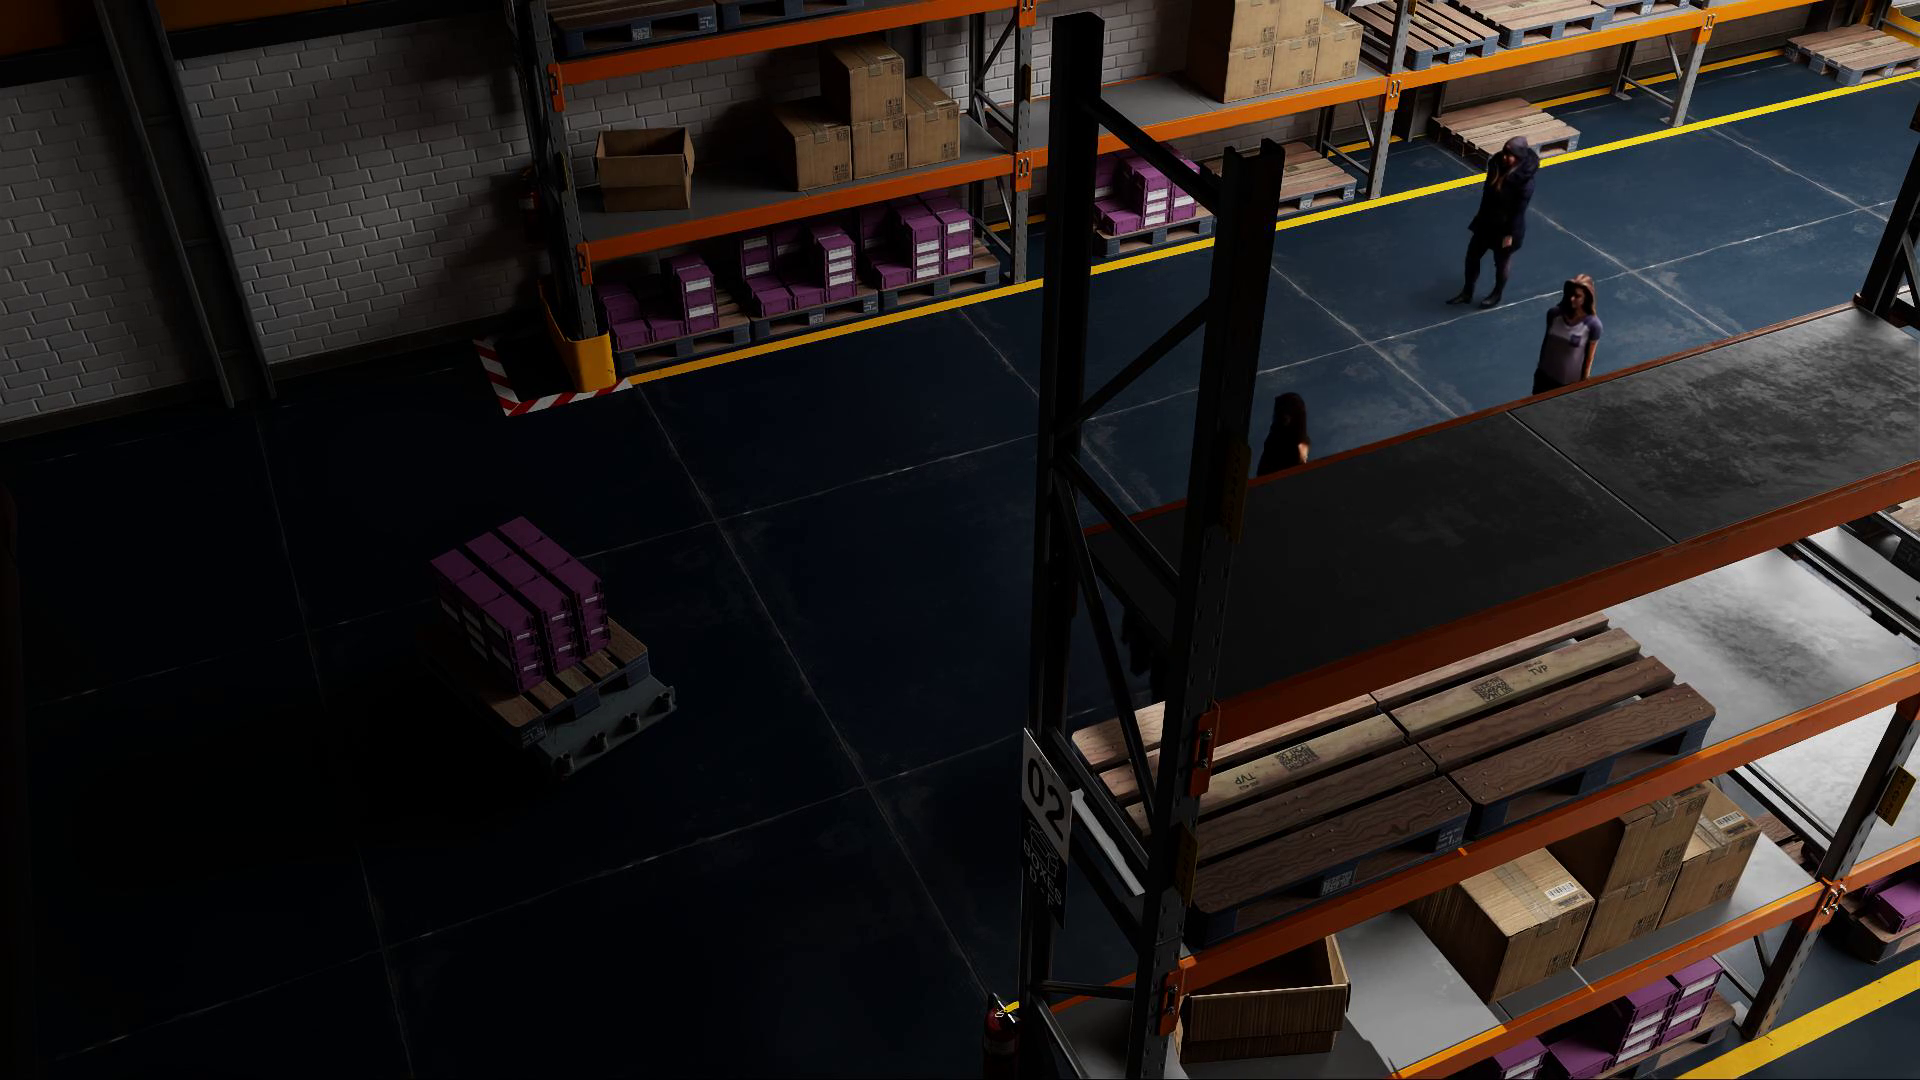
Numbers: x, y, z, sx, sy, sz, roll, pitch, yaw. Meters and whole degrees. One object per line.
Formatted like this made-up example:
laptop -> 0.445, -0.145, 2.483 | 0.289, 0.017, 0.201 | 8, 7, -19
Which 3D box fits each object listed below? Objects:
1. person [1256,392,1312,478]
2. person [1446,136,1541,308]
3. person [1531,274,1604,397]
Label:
person -> 2.260, -0.324, 11.510 | 0.956, 1.675, 0.690 | -13, 40, -16
person -> 4.813, -2.795, 14.618 | 0.784, 1.658, 0.697 | -20, 43, -23
person -> 4.622, -1.258, 12.660 | 1.113, 1.700, 0.849 | -32, 48, -33
